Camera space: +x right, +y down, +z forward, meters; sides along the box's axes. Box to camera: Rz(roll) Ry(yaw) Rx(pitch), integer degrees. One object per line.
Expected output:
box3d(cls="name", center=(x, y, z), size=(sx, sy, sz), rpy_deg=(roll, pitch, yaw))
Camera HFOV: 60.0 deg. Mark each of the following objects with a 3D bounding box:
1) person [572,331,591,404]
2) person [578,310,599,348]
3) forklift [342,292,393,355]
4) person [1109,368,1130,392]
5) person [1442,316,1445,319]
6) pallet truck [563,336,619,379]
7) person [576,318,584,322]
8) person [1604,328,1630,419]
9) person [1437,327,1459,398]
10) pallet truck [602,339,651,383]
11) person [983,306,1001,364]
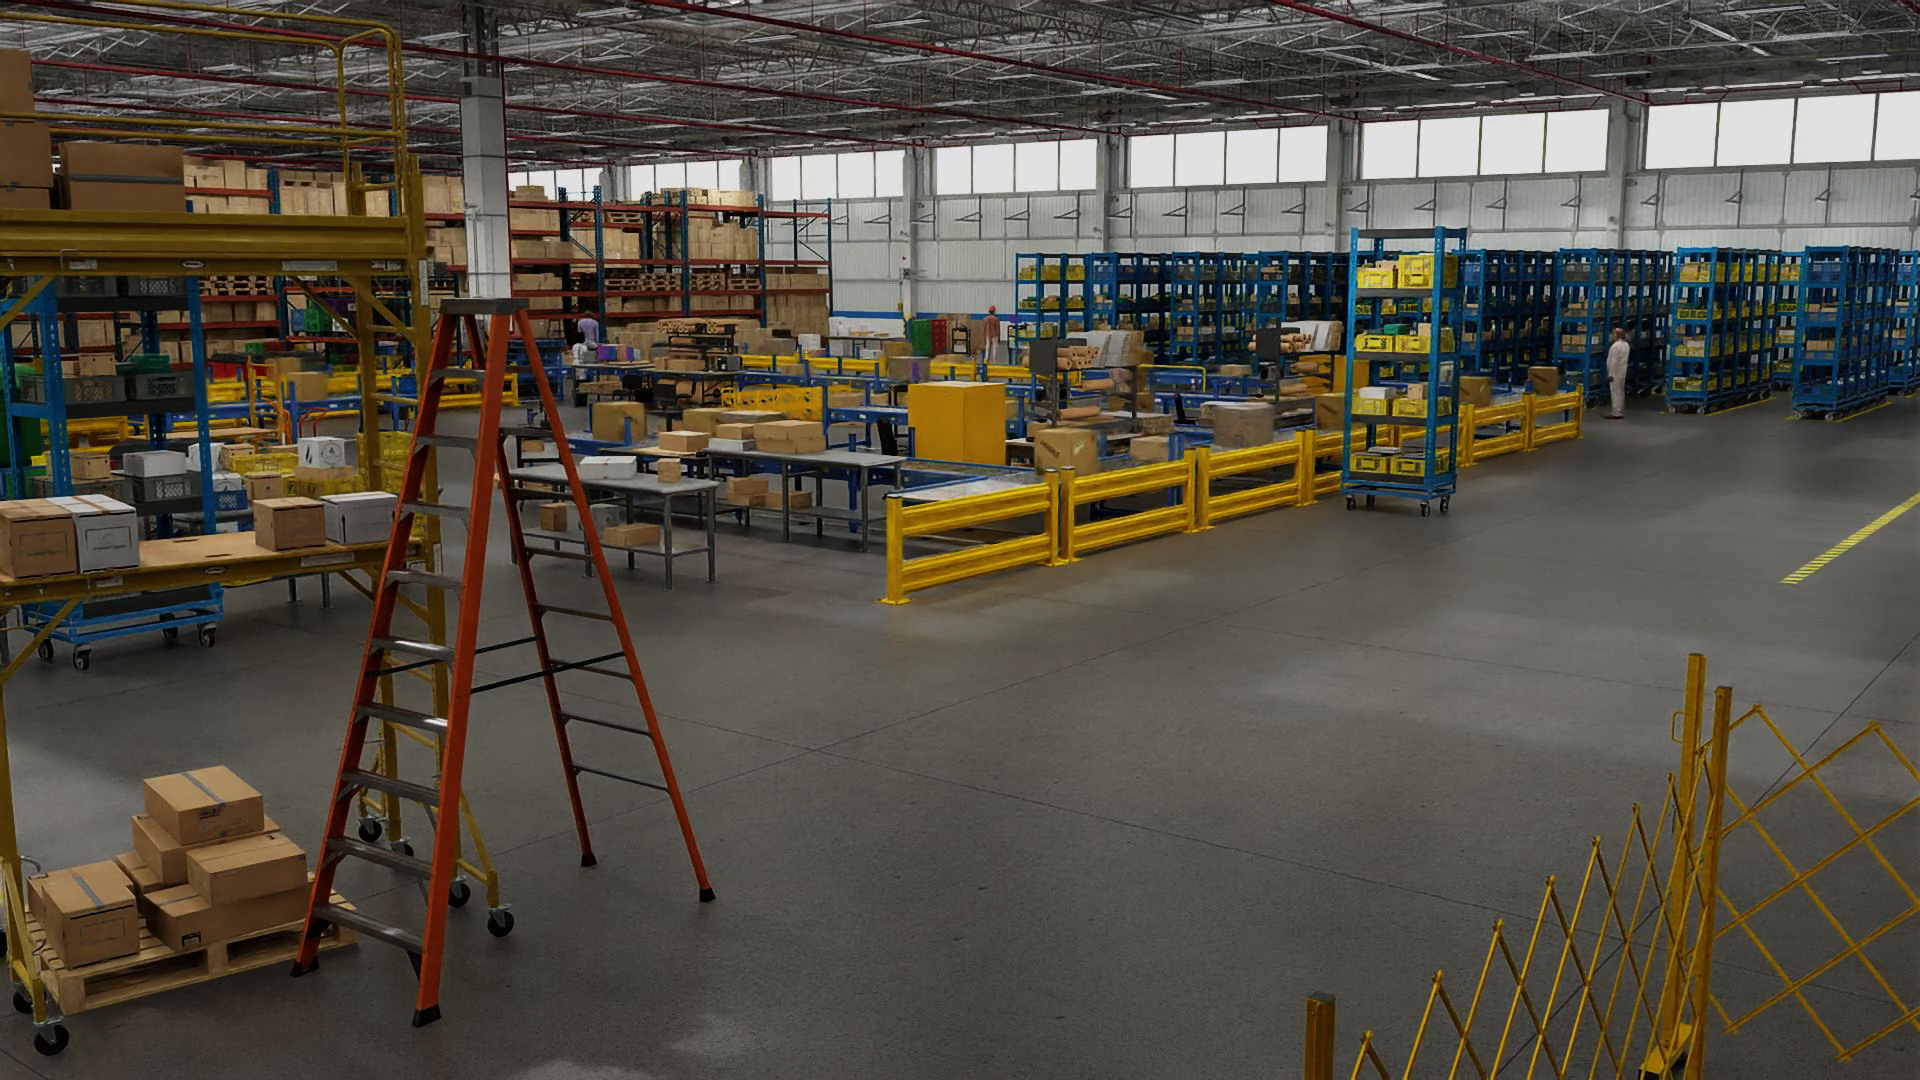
box3d(cls="person", center=(-8.832, -4.006, 38.706), size=(0.322, 1.699, 0.536), rpy_deg=(-7, 11, -37))
box3d(cls="person", center=(-11.310, -6.035, 50.674), size=(0.623, 1.932, 0.367), rpy_deg=(-1, 9, -7))
box3d(cls="forklift", center=(-16.485, -5.622, 45.120), size=(1.129, 2.768, 1.873), rpy_deg=(7, 11, 37))
box3d(cls="person", center=(2.915, -2.680, 30.228), size=(0.310, 1.769, 0.522), rpy_deg=(-6, 11, -32))
box3d(cls="person", center=(16.275, -6.812, 55.839), size=(0.564, 1.827, 0.435), rpy_deg=(-7, 11, -37))
box3d(cls="pallet truck", center=(-10.690, -5.294, 48.215), size=(1.601, 1.201, 0.680), rpy_deg=(-5, 10, -26))
box3d(cls="person", center=(-14.442, -8.114, 63.904), size=(0.635, 1.842, 0.429), rpy_deg=(-2, 9, -9))
box3d(cls="person", center=(13.693, -3.470, 34.717), size=(0.402, 1.906, 0.652), rpy_deg=(8, 12, 42))
box3d(cls="person", center=(10.945, -3.857, 37.371), size=(0.594, 1.828, 0.403), rpy_deg=(-2, 9, -13))
box3d(cls="pallet truck", center=(-8.991, -4.871, 45.351), size=(0.653, 1.274, 1.630), rpy_deg=(7, 11, 37))
box3d(cls="person", center=(1.051, -6.634, 54.184), size=(0.610, 1.997, 0.375), rpy_deg=(5, 10, 28))
